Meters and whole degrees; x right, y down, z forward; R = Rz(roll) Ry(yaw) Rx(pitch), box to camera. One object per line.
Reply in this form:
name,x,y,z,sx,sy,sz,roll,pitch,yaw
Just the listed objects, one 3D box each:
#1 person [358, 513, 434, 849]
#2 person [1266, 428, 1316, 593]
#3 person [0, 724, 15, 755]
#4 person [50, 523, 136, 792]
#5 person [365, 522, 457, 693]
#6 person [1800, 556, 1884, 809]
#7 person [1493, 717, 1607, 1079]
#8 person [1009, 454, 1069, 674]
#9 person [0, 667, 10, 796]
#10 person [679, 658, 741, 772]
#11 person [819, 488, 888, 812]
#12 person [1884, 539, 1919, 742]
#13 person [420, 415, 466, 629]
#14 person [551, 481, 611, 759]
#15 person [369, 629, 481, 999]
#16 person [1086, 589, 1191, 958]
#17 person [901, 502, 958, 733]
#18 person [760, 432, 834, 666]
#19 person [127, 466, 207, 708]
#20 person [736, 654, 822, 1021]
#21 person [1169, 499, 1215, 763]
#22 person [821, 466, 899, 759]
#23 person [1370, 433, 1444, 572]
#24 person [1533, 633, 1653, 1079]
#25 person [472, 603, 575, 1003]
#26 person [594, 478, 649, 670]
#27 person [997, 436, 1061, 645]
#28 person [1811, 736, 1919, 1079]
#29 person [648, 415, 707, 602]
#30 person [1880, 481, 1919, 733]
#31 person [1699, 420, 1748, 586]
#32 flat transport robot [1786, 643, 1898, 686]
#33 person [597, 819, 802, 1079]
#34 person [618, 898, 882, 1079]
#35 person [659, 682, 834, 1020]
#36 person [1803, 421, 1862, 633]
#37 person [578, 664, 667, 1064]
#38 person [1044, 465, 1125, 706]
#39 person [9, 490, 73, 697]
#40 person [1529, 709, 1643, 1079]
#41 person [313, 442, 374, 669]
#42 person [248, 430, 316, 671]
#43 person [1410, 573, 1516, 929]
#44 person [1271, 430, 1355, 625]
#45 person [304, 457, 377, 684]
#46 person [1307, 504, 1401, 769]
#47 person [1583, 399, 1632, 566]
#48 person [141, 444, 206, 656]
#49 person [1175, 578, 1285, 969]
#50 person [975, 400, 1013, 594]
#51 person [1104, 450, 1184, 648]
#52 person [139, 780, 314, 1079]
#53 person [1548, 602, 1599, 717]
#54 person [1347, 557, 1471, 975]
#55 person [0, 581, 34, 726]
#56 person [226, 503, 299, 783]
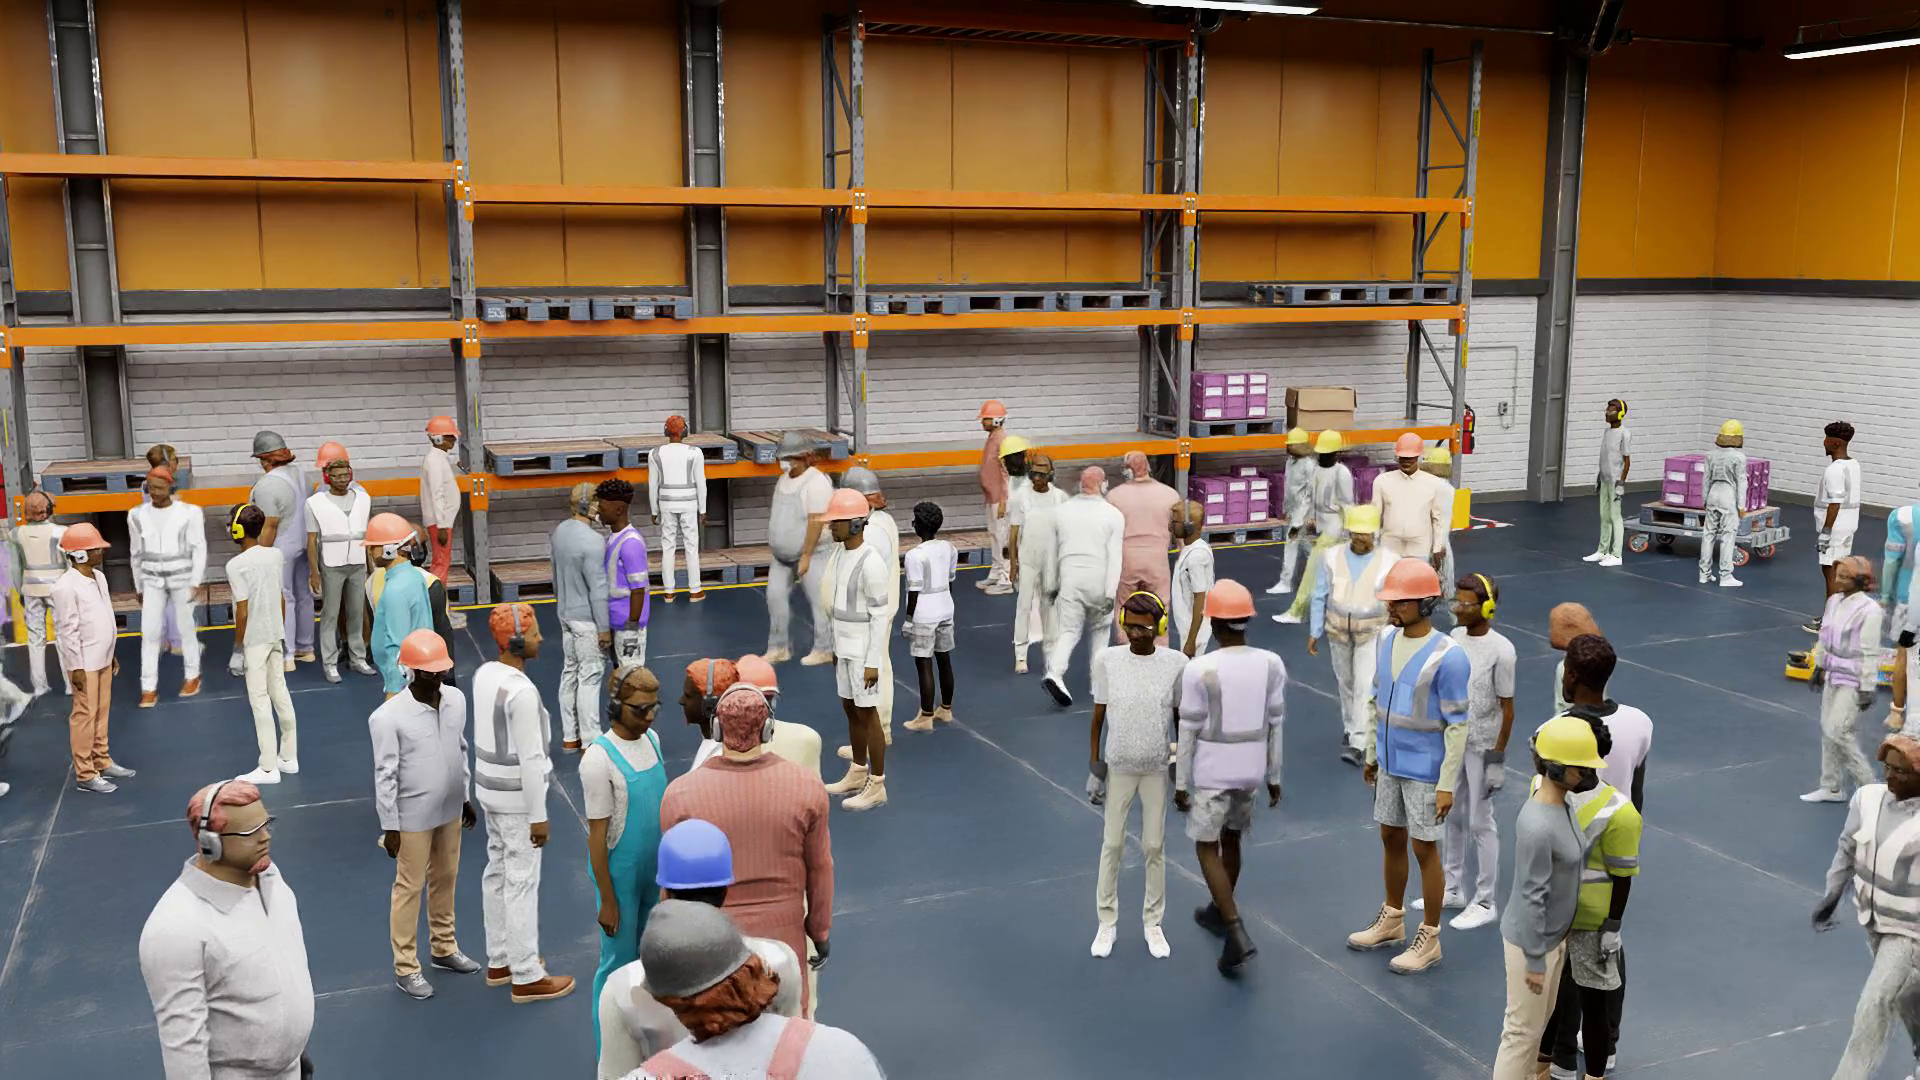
person,-3.307,0.822,9.849,0.399,1.987,0.605,-2,10,-9
person,3.552,-0.316,17.180,0.805,1.716,0.492,-4,10,-20
person,-6.739,0.723,10.990,0.605,1.793,0.620,-2,10,-14
person,-5.668,0.758,10.868,0.325,1.753,0.563,-1,10,-5
person,-3.369,0.805,10.345,0.627,1.847,0.429,5,11,27
person,5.554,0.897,10.442,0.353,1.629,0.544,0,10,1
person,2.263,1.532,6.399,0.340,1.760,0.525,6,11,30
person,0.660,0.199,13.838,0.515,1.841,0.326,-2,10,-11
person,-6.390,0.740,10.500,0.590,1.919,0.396,-4,10,-20
person,-0.986,1.400,6.806,0.356,1.883,0.572,-1,10,-6
person,-0.678,0.685,10.460,0.391,2.040,0.615,-5,11,-26
person,6.889,0.580,11.709,0.641,1.829,0.483,-3,10,-16
person,-4.824,-0.173,15.542,0.396,1.992,0.622,-2,10,-14
person,-2.596,0.557,11.505,0.359,1.935,0.632,-8,12,-38
person,-2.510,1.273,7.903,0.342,1.749,0.573,5,11,27
person,0.886,1.157,8.259,0.518,1.865,0.327,1,10,4
person,-0.229,0.562,12.165,0.319,1.697,0.532,7,12,36
person,-1.402,0.075,13.981,0.765,2.000,0.689,-10,14,-44
person,-6.151,0.341,12.965,0.591,1.858,0.638,-2,10,-9
person,-0.876,1.367,7.370,0.573,1.748,0.349,-6,11,-29
person,1.575,0.632,11.341,0.326,1.842,0.517,1,10,7
person,-0.697,0.492,11.576,0.536,2.000,0.688,2,10,11
person,3.774,0.077,14.110,0.622,1.989,0.399,3,10,16
person,2.636,1.340,7.039,0.587,1.920,0.391,-5,11,-24
person,-2.089,1.223,7.826,0.356,1.881,0.575,-7,12,-37
person,-2.331,0.544,11.490,0.361,1.964,0.615,-4,11,-23
person,0.638,0.010,14.810,0.651,1.877,0.601,-4,11,-21
person,3.792,1.557,6.747,0.874,1.593,0.516,-2,10,-11
person,-2.813,-0.307,16.641,0.572,1.883,0.356,0,10,0
person,7.022,0.407,12.062,0.616,2.041,0.377,5,11,28
person,8.062,-0.391,17.523,0.320,1.742,0.492,-5,11,-29
flat transport robot,7.546,1.039,13.522,1.431,0.197,0.652,6,12,31
person,-0.731,1.741,4.710,0.621,1.932,0.418,-6,11,-31
person,-0.500,1.792,4.091,0.753,2.000,0.988,-4,10,-20
person,-0.805,1.476,6.299,0.652,1.906,0.402,-2,10,-14
person,8.039,-0.115,15.287,0.364,1.964,0.612,10,14,44
person,-1.349,1.410,6.875,0.346,1.840,0.506,3,10,17
person,0.931,0.361,12.926,0.651,1.856,0.903,5,11,24
person,-7.176,0.429,13.091,0.512,1.642,0.312,0,10,-2
person,2.469,1.507,6.726,0.318,1.696,0.535,-6,12,-31
person,-5.224,0.128,13.999,0.546,1.928,0.382,6,11,29
person,-5.741,0.077,13.970,0.536,2.000,0.676,2,10,9
person,2.622,1.093,8.625,0.384,1.867,0.554,-4,11,-22
person,3.478,-0.120,15.643,1.034,1.864,0.615,-1,10,-7
person,-5.072,0.233,13.634,0.372,1.843,0.570,8,13,39
person,2.703,0.644,11.437,0.592,1.782,0.923,5,11,27
person,7.283,-0.649,18.630,0.328,1.877,0.513,-2,10,-11
person,-6.893,0.086,14.480,0.505,1.847,0.349,8,12,38
person,1.337,1.139,8.229,0.557,1.913,0.832,-3,10,-18
person,0.364,-0.440,17.082,0.395,1.994,0.612,-2,10,-13
person,1.564,0.209,13.675,0.826,1.890,0.408,1,10,5
person,-2.209,1.670,5.175,0.406,1.911,0.638,1,10,5
person,3.359,1.146,9.051,0.398,1.610,0.520,8,12,37
person,2.176,1.092,8.117,0.385,2.041,0.615,-5,11,-25
person,-7.122,0.600,12.154,0.409,1.624,0.531,-4,11,-21
person,-4.637,0.682,10.973,0.335,1.873,0.519,3,10,15
